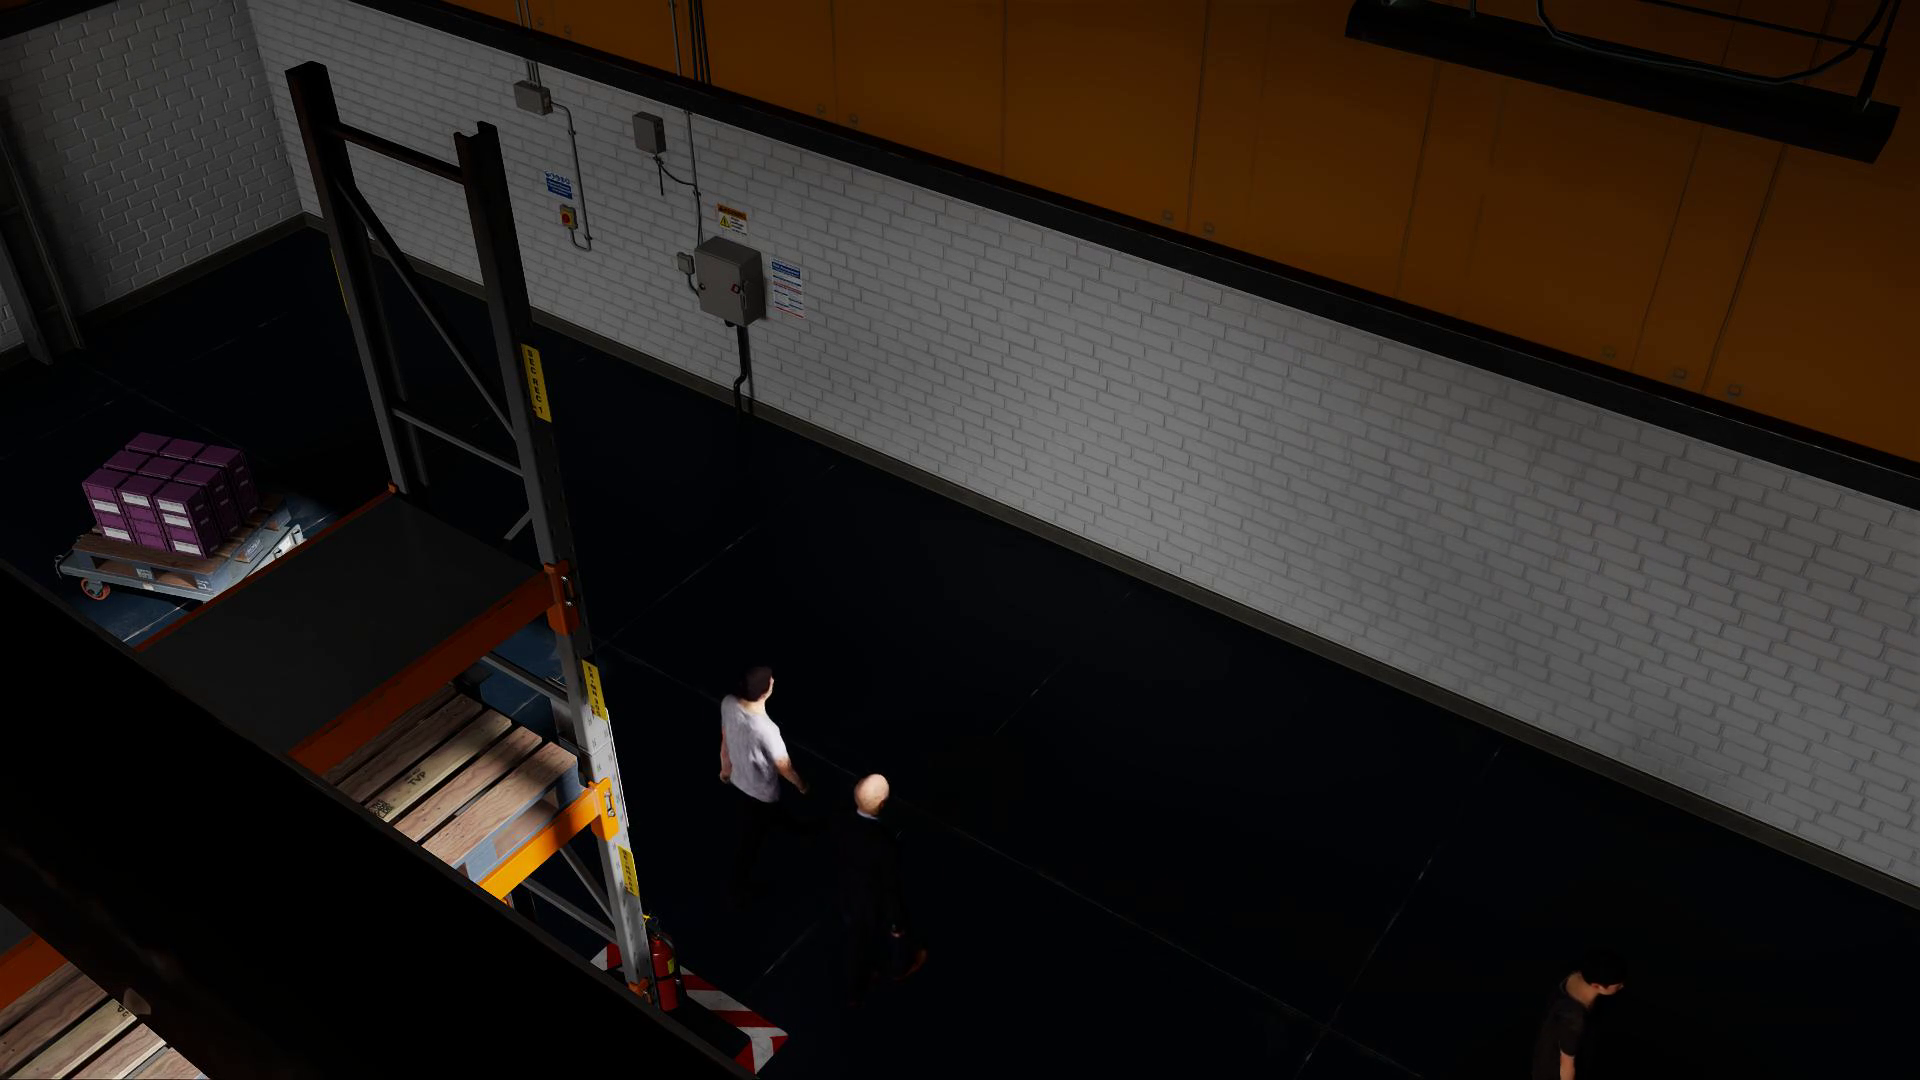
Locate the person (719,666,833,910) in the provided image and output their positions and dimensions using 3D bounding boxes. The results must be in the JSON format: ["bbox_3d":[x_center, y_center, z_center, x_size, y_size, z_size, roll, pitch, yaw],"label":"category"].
[{"bbox_3d":[-1.314,1.553,10.146,1.229,1.825,0.908,-26,45,-29],"label":"person"}]

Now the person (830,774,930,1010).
[{"bbox_3d":[-0.582,2.084,9.519,0.729,1.777,0.814,25,45,27],"label":"person"}]

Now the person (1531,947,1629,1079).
[{"bbox_3d":[3.121,2.703,8.815,0.786,1.688,0.904,16,41,19],"label":"person"}]
